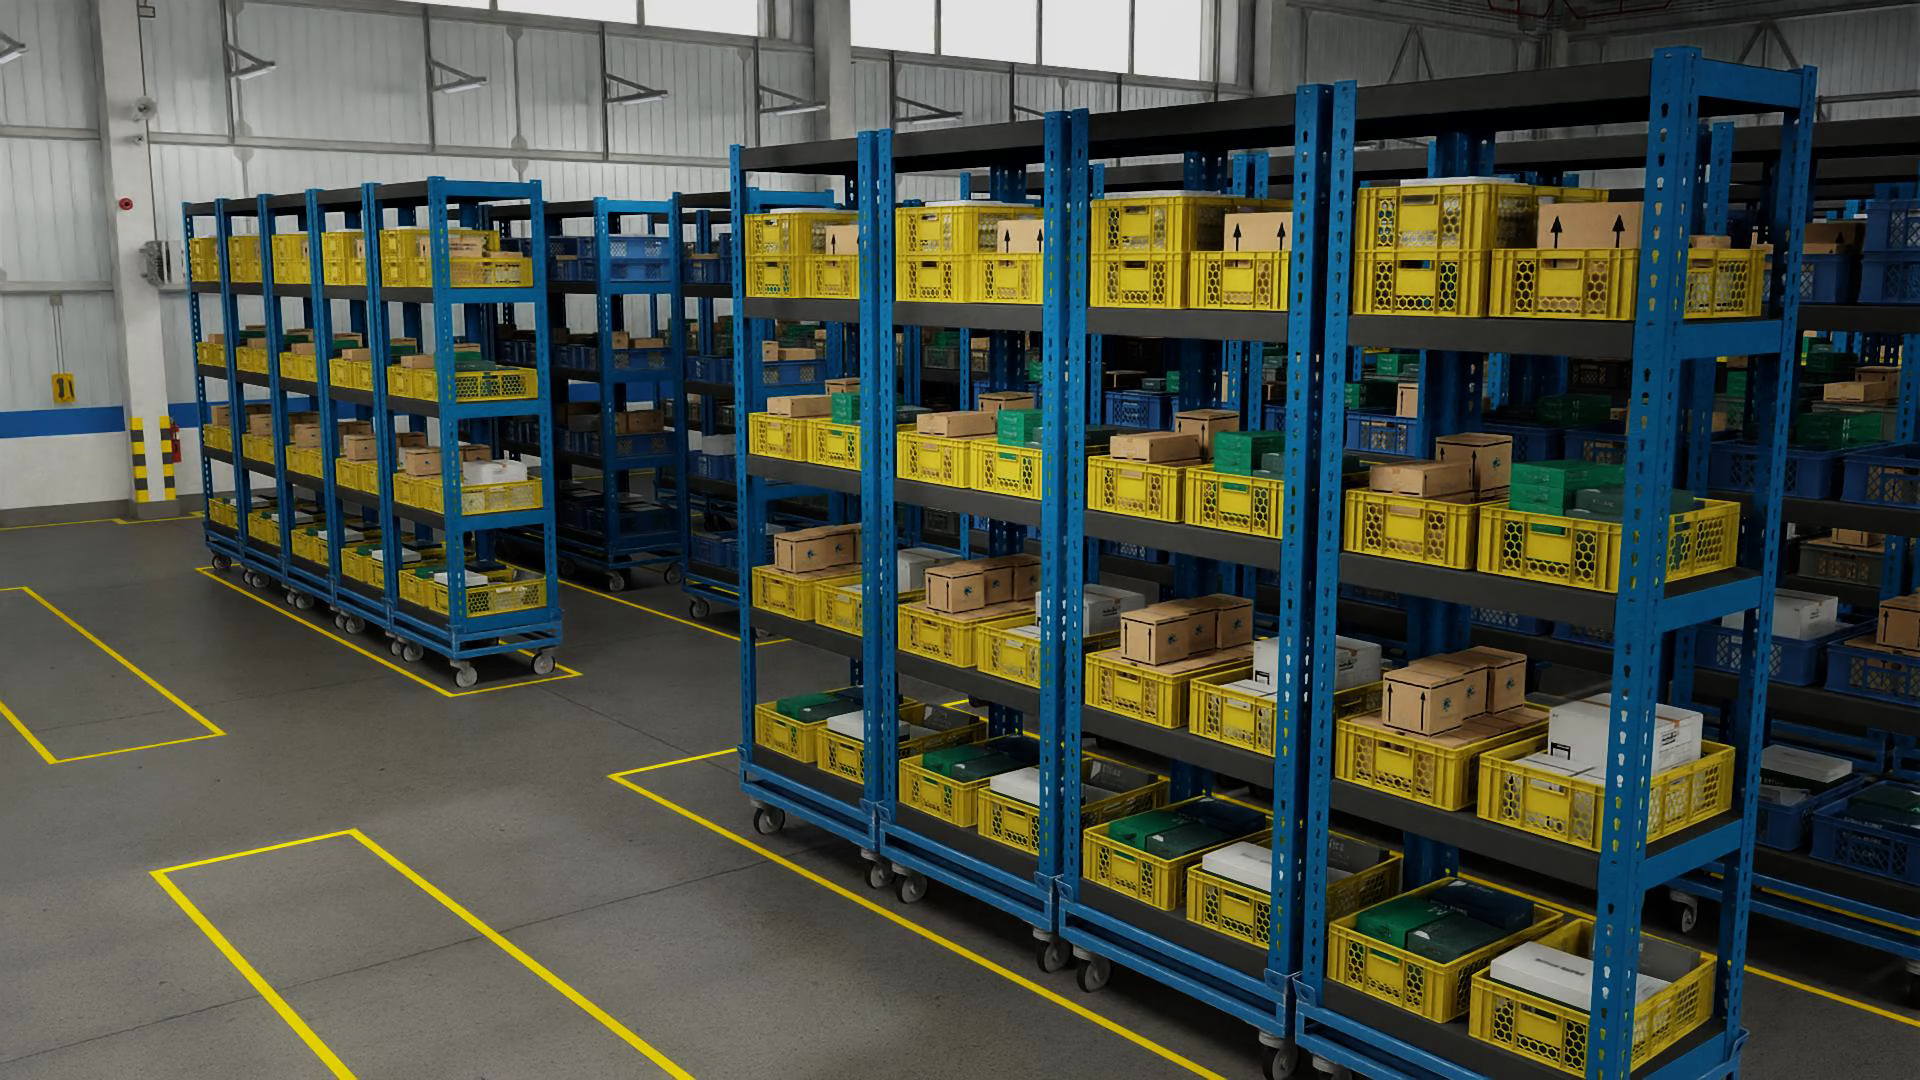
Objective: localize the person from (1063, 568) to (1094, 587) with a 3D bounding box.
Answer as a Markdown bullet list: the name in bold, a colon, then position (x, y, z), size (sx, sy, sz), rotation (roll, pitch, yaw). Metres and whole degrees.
- **person**: position (0.971, -0.190, 13.824), size (0.389, 1.850, 0.566), rotation (-8, 12, -39)
